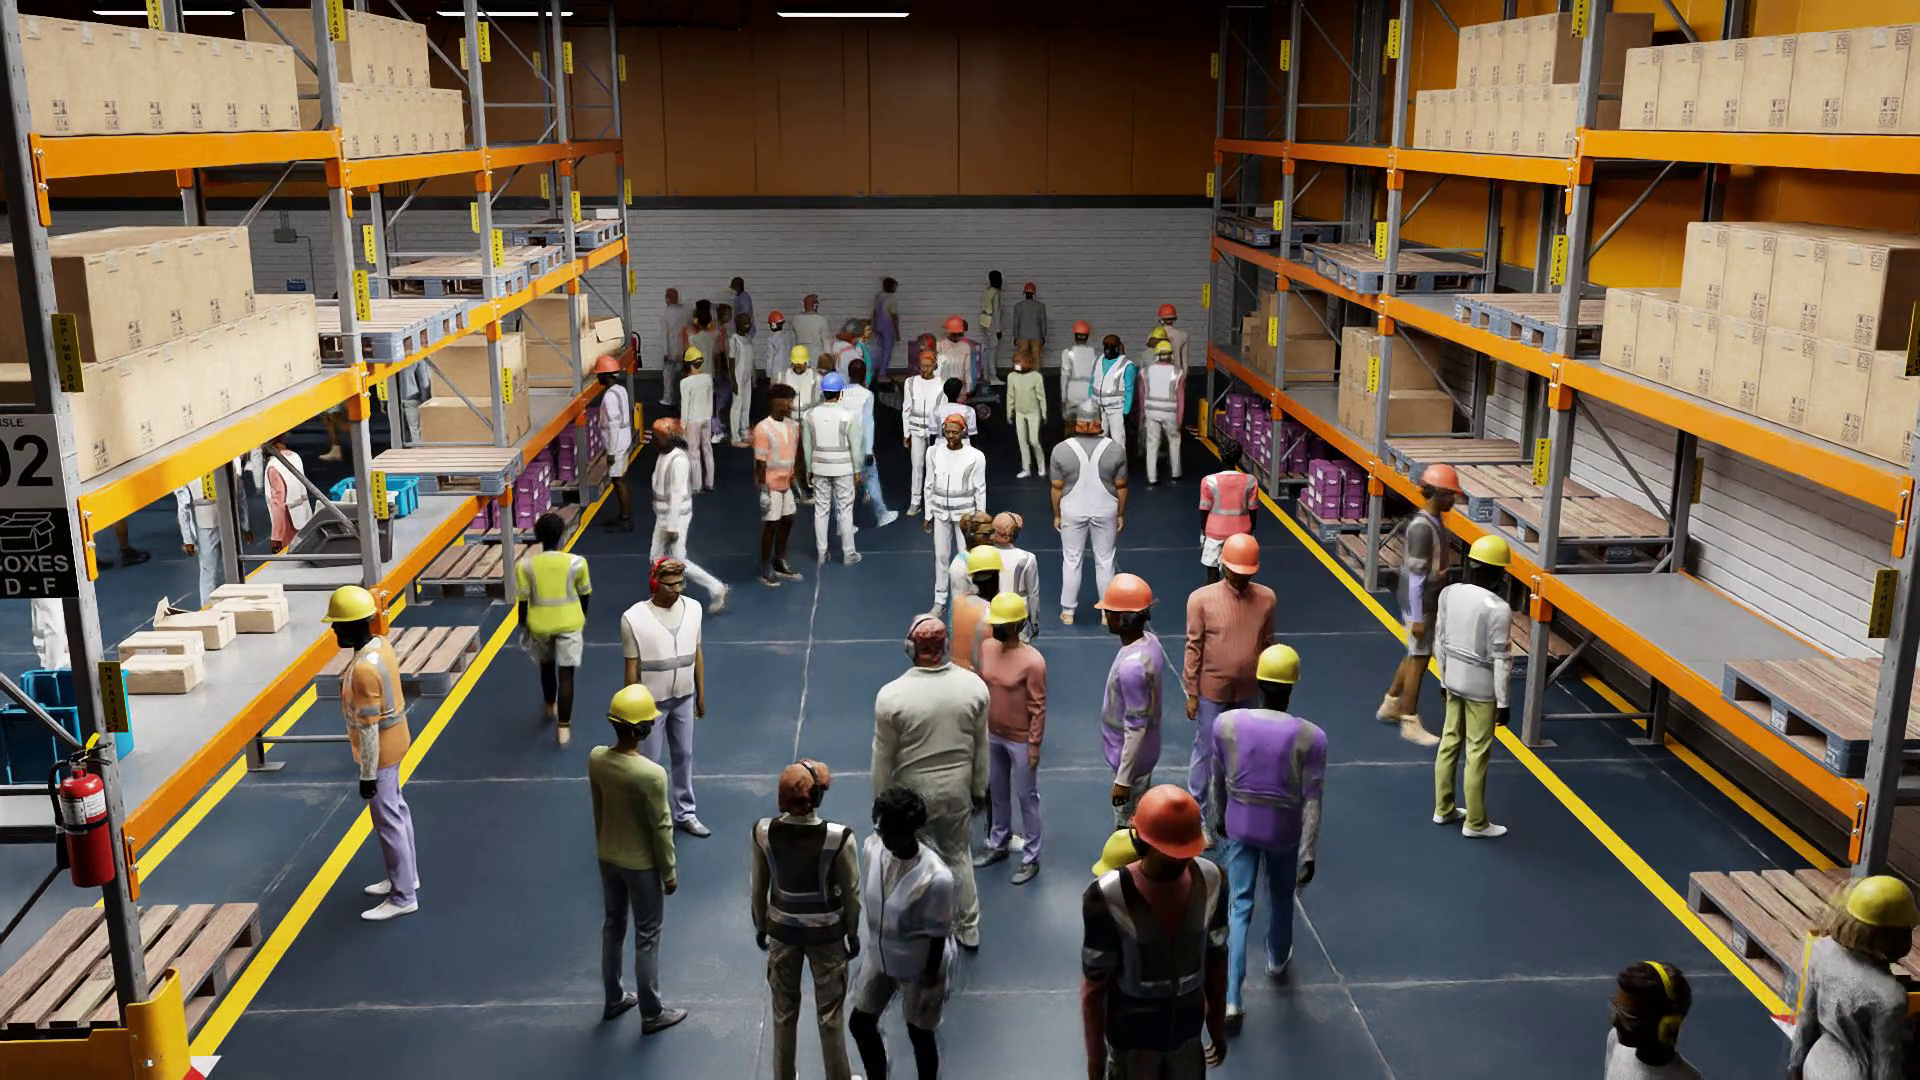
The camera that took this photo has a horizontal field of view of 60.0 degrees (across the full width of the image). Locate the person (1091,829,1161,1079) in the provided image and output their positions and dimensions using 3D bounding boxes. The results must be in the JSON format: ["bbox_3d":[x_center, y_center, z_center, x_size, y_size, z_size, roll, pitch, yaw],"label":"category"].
[{"bbox_3d":[0.656,1.963,6.563,0.314,1.767,0.533,-2,14,-8],"label":"person"}]

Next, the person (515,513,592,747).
[{"bbox_3d":[-2.931,0.619,12.060,0.530,1.642,0.863,-2,14,-7],"label":"person"}]

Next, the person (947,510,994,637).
[{"bbox_3d":[0.096,0.695,11.380,0.343,1.847,0.506,5,15,20],"label":"person"}]

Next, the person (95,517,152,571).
[{"bbox_3d":[-8.481,-0.650,16.516,0.571,1.913,0.780,8,16,27],"label":"person"}]

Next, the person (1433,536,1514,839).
[{"bbox_3d":[3.217,0.912,10.385,0.381,1.918,0.584,-7,16,-27],"label":"person"}]

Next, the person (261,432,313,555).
[{"bbox_3d":[-5.821,-0.106,14.413,0.414,1.906,0.598,-2,14,-7],"label":"person"}]

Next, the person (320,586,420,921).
[{"bbox_3d":[-3.303,1.182,9.337,0.409,1.918,0.584,-4,15,-14],"label":"person"}]

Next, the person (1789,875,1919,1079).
[{"bbox_3d":[3.346,2.066,6.242,0.368,1.733,0.491,0,14,-1],"label":"person"}]

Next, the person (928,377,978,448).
[{"bbox_3d":[-0.078,-0.915,17.997,0.540,1.695,0.317,1,14,3],"label":"person"}]

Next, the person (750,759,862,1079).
[{"bbox_3d":[-0.693,1.784,7.523,0.514,1.636,0.314,3,15,13],"label":"person"}]

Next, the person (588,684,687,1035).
[{"bbox_3d":[-1.590,1.557,8.172,0.526,1.760,0.335,10,18,36],"label":"person"}]

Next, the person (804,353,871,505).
[{"bbox_3d":[-1.358,-1.277,19.220,0.821,1.809,0.524,-6,16,-23],"label":"person"}]

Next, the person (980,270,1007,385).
[{"bbox_3d":[0.543,-3.577,28.004,0.398,1.920,0.588,-4,15,-17],"label":"person"}]

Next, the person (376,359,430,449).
[{"bbox_3d":[-6.927,-1.735,20.734,0.635,1.939,0.367,-3,15,-10],"label":"person"}]

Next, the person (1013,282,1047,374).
[{"bbox_3d":[1.159,-3.403,27.649,0.560,1.753,0.328,0,14,1],"label":"person"}]

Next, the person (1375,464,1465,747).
[{"bbox_3d":[3.311,0.467,11.976,0.483,2.018,0.678,6,15,22],"label":"person"}]

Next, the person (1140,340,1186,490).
[{"bbox_3d":[2.489,-1.531,20.228,0.594,1.783,0.792,6,16,23],"label":"person"}]

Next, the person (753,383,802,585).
[{"bbox_3d":[-1.782,-0.512,16.045,0.388,1.907,0.644,6,16,24],"label":"person"}]

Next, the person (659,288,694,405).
[{"bbox_3d":[-4.349,-2.964,25.711,0.649,1.872,0.951,-12,19,-39],"label":"person"}]

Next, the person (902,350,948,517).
[{"bbox_3d":[-0.372,-1.197,18.733,0.576,1.883,0.355,3,15,11],"label":"person"}]

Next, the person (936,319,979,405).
[{"bbox_3d":[-0.080,-2.051,22.255,0.663,1.802,0.453,0,14,0],"label":"person"}]

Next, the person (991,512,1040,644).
[{"bbox_3d":[0.329,0.601,12.161,0.523,1.637,0.312,5,15,18],"label":"person"}]

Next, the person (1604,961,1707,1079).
[{"bbox_3d":[2.176,2.213,5.375,0.310,1.868,0.533,-4,15,-14],"label":"person"}]

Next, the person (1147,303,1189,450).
[{"bbox_3d":[2.775,-2.179,22.360,0.612,1.997,0.376,-4,15,-15],"label":"person"}]

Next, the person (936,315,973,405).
[{"bbox_3d":[-0.132,-1.912,21.372,0.658,1.968,0.636,-10,18,-36],"label":"person"}]

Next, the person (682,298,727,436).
[{"bbox_3d":[-3.588,-2.419,23.399,0.626,1.945,0.431,-3,15,-10],"label":"person"}]

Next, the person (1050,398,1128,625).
[{"bbox_3d":[1.135,-0.257,14.728,0.684,2.000,0.538,1,14,3],"label":"person"}]

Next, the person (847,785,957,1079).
[{"bbox_3d":[-0.268,1.844,7.191,0.547,1.669,0.551,12,19,40],"label":"person"}]

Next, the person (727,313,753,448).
[{"bbox_3d":[-2.973,-2.178,22.685,0.341,1.840,0.505,6,16,23],"label":"person"}]

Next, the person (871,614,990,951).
[{"bbox_3d":[-0.169,1.321,8.824,0.649,1.898,0.399,-7,16,-24],"label":"person"}]
